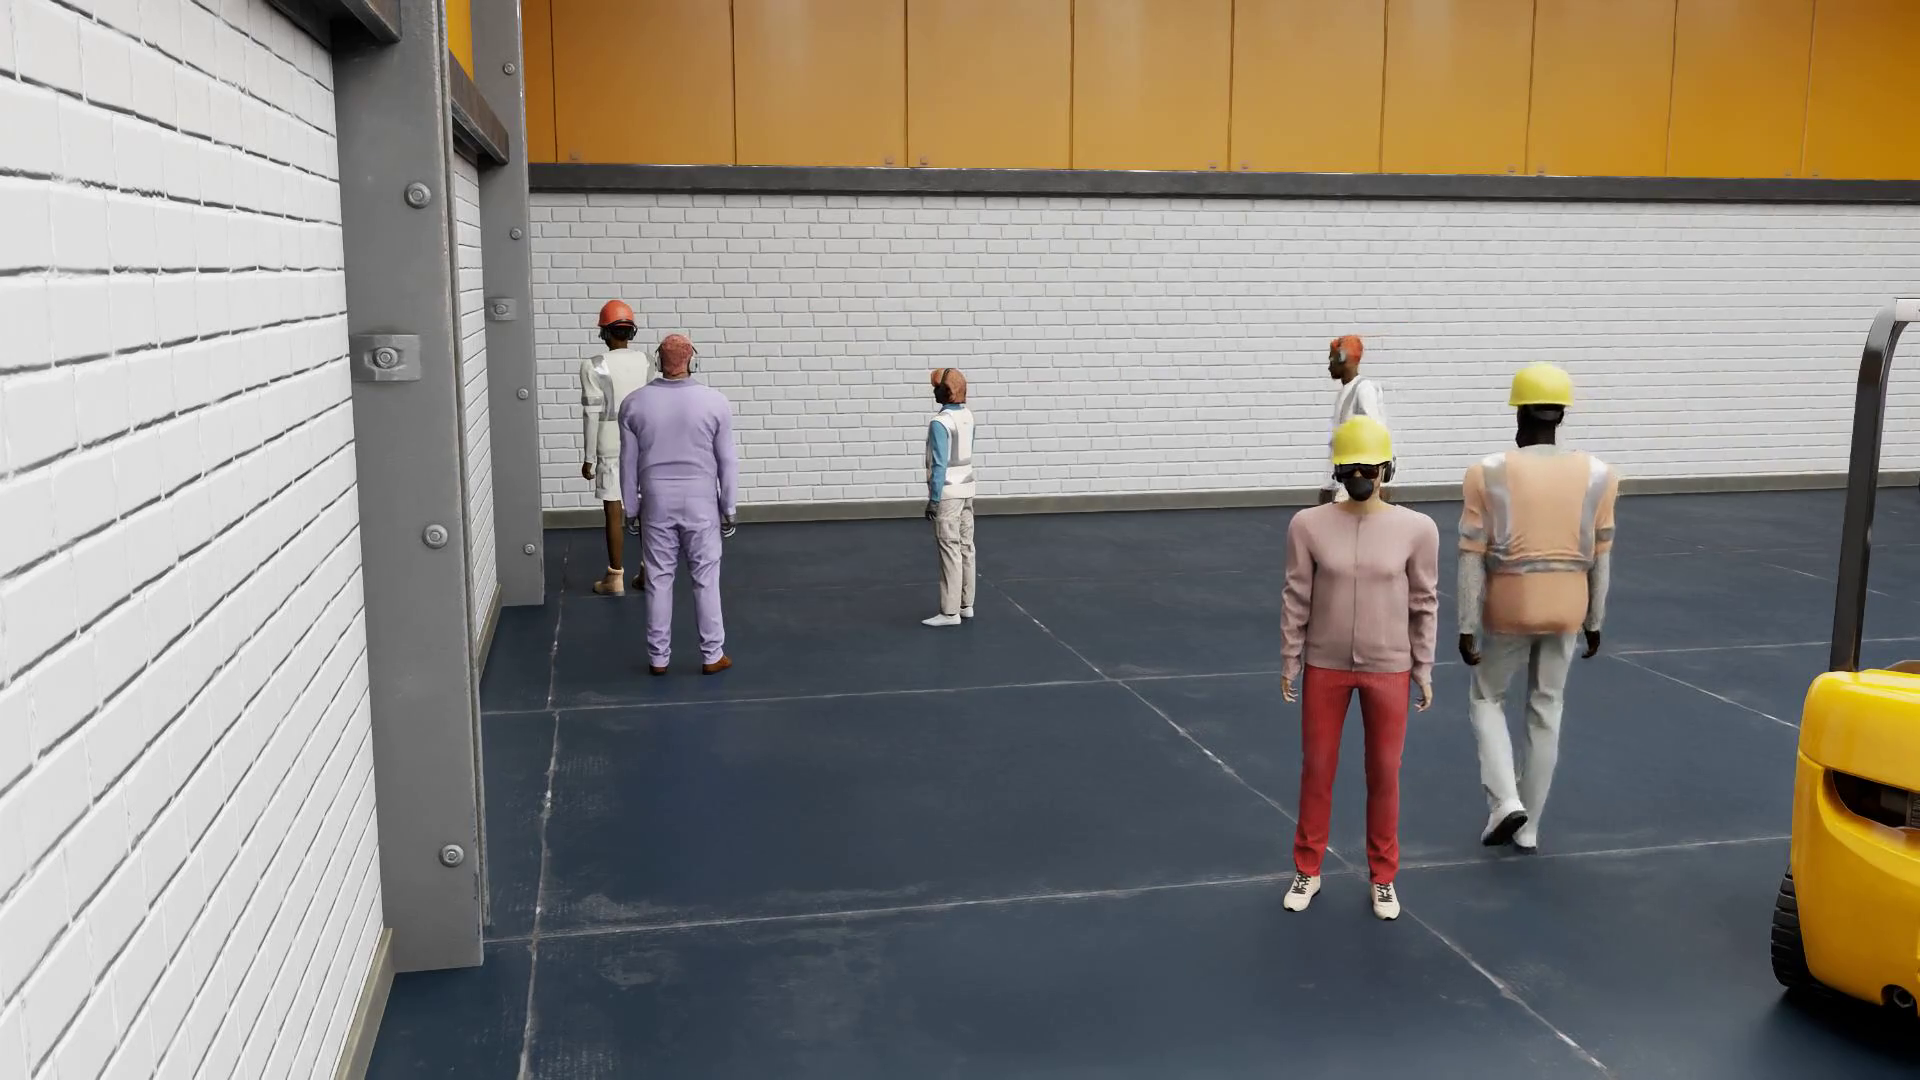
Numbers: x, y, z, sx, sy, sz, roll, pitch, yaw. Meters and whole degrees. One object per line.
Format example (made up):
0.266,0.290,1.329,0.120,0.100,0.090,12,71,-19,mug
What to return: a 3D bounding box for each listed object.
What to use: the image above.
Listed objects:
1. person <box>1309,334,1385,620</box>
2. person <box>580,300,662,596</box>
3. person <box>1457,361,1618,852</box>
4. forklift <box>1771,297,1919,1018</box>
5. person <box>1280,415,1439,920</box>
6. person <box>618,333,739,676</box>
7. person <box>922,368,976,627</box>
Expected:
2.465,-0.367,10.527,0.611,1.840,0.668,1,9,8,person
-2.350,-0.632,11.523,0.608,2.044,0.373,-8,12,-40,person
2.193,0.275,6.379,0.594,1.912,0.446,1,9,4,person
3.542,0.334,5.177,2.313,2.155,1.214,-9,13,-43,forklift
1.379,0.447,5.789,0.535,1.767,0.315,3,10,15,person
-1.552,-0.191,9.254,0.654,1.904,0.407,0,9,-1,person
-0.058,-0.268,10.533,0.308,1.641,0.511,4,10,24,person
